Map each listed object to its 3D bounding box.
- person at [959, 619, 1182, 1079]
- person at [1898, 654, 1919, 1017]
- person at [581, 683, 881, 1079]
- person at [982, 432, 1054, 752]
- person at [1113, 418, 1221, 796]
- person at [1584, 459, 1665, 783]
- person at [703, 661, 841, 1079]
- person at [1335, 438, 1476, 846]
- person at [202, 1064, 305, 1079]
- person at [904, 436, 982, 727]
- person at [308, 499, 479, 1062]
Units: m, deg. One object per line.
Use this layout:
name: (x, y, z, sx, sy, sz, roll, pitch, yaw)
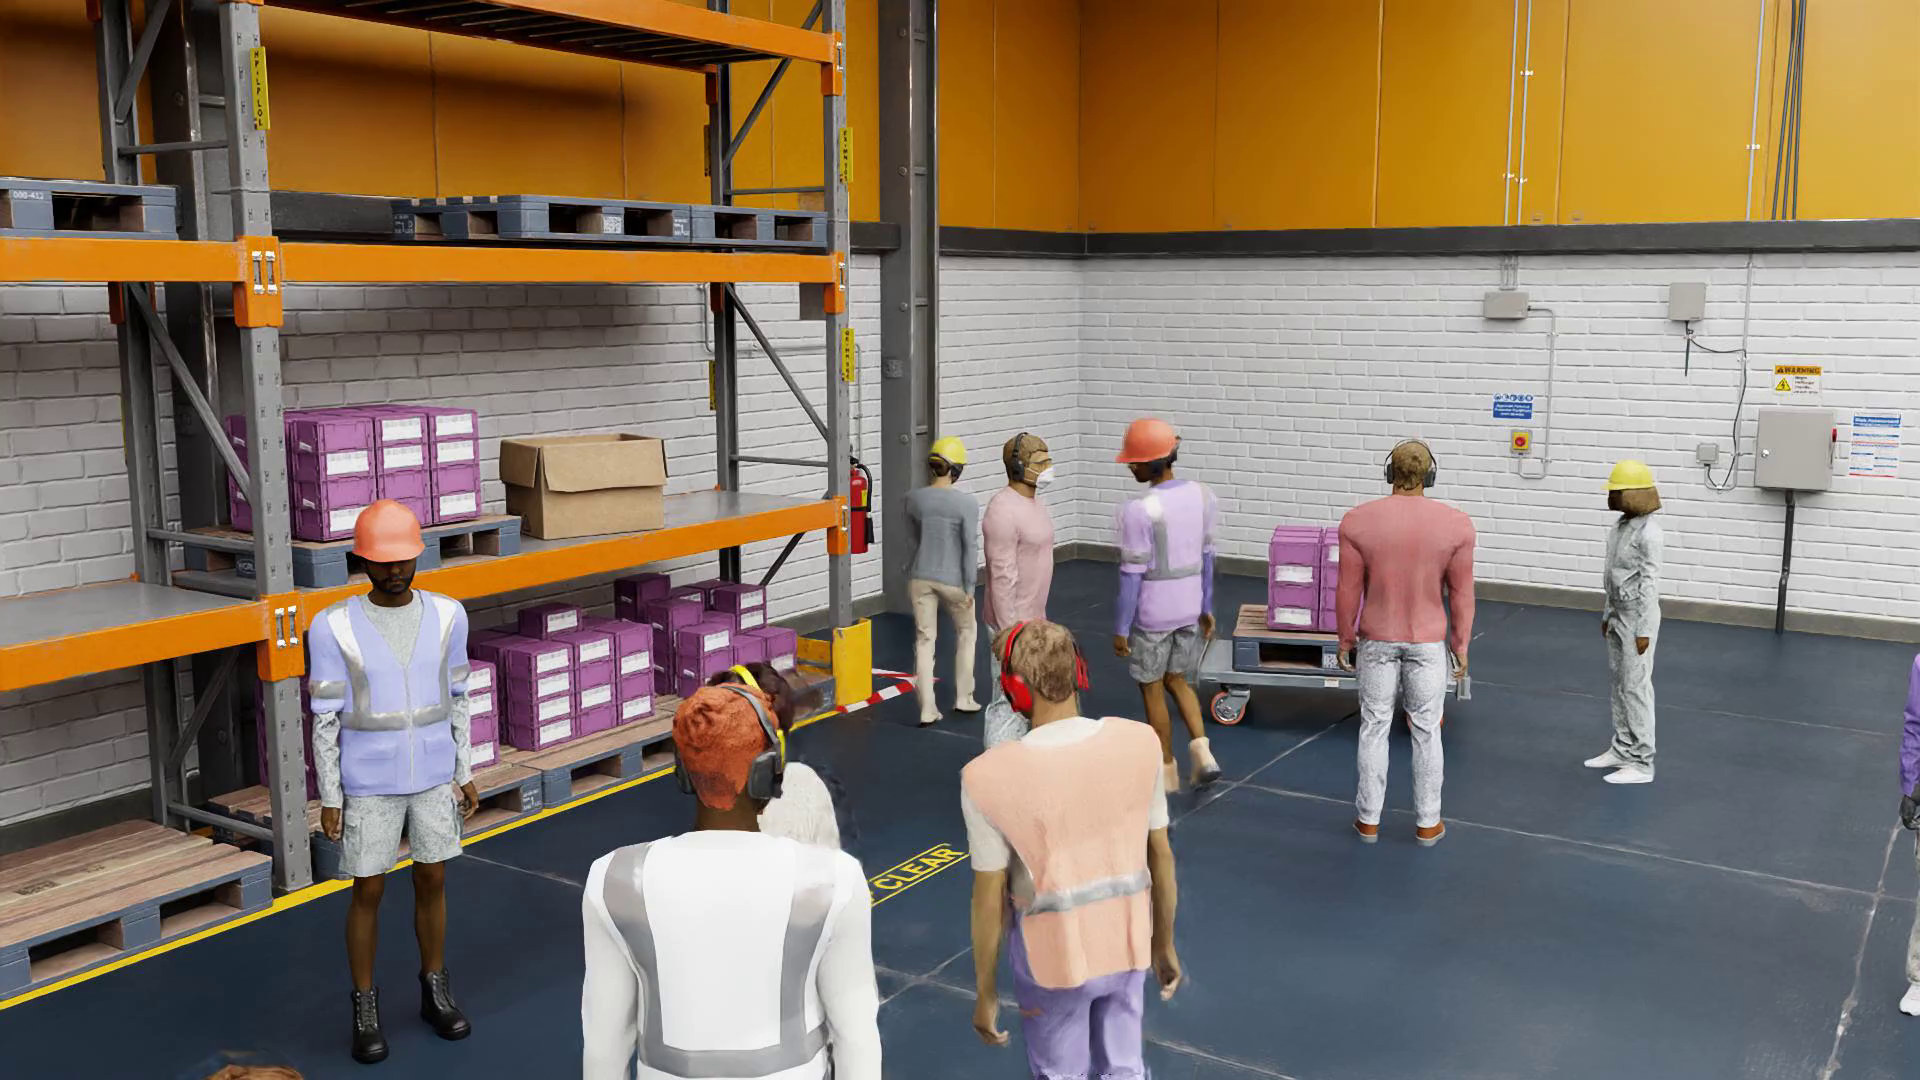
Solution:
person: (0.328, 1.112, 4.257, 0.626, 1.810, 0.625, -4, 10, -23)
person: (3.632, 0.941, 5.938, 0.509, 1.629, 0.315, 6, 11, 34)
person: (-0.449, 1.214, 3.333, 0.585, 1.881, 0.337, 0, 9, -1)
person: (0.304, 0.433, 8.232, 0.371, 1.940, 0.627, 3, 9, 17)
person: (1.068, 0.372, 8.457, 0.672, 2.000, 0.593, -7, 11, -38)
person: (3.563, 0.433, 8.903, 0.323, 1.737, 0.487, 0, 9, 1)
person: (-0.469, 1.156, 3.977, 0.998, 1.795, 0.558, 2, 9, 10)
person: (2.099, 0.486, 7.886, 0.638, 1.938, 0.357, 2, 9, 15)
person: (-0.822, 1.454, 2.058, 0.640, 1.809, 0.867, -4, 10, -25)
person: (-0.090, 0.238, 10.124, 0.526, 1.742, 0.648, 3, 9, 21)
person: (-1.929, 0.817, 5.740, 0.551, 1.934, 0.373, -6, 11, -36)
